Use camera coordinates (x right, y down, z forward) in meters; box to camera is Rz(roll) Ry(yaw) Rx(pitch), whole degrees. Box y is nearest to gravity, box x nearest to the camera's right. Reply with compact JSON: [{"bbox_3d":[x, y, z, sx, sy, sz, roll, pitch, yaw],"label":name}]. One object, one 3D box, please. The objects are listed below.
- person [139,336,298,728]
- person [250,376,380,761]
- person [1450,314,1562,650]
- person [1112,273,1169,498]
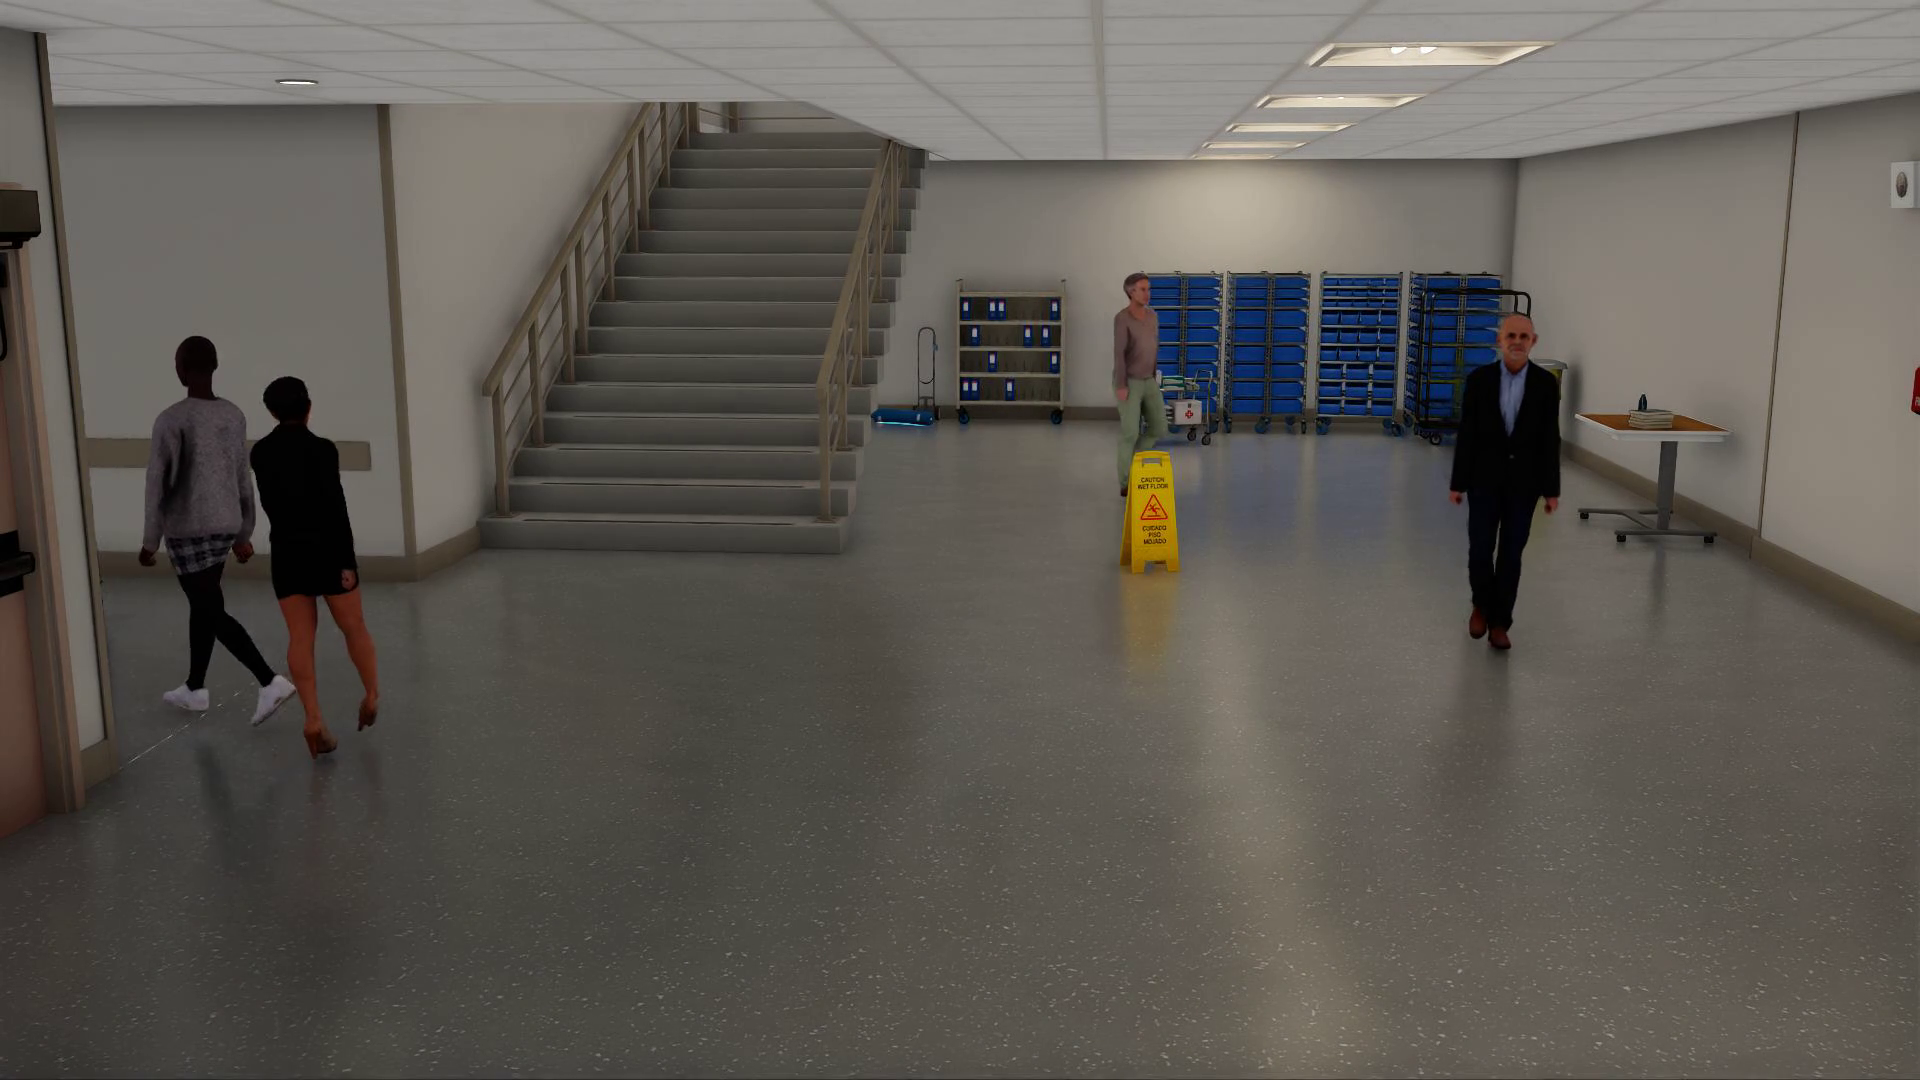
[{"bbox_3d":[-3.343,-0.013,7.492,0.950,1.747,1.152,4,11,20],"label":"person"},{"bbox_3d":[-2.780,0.143,7.021,0.622,1.616,0.747,1,11,5],"label":"person"},{"bbox_3d":[2.941,-0.323,9.003,0.748,1.793,0.706,3,11,13],"label":"person"},{"bbox_3d":[1.403,-1.280,13.868,0.844,1.858,0.906,-9,14,-41],"label":"person"}]
